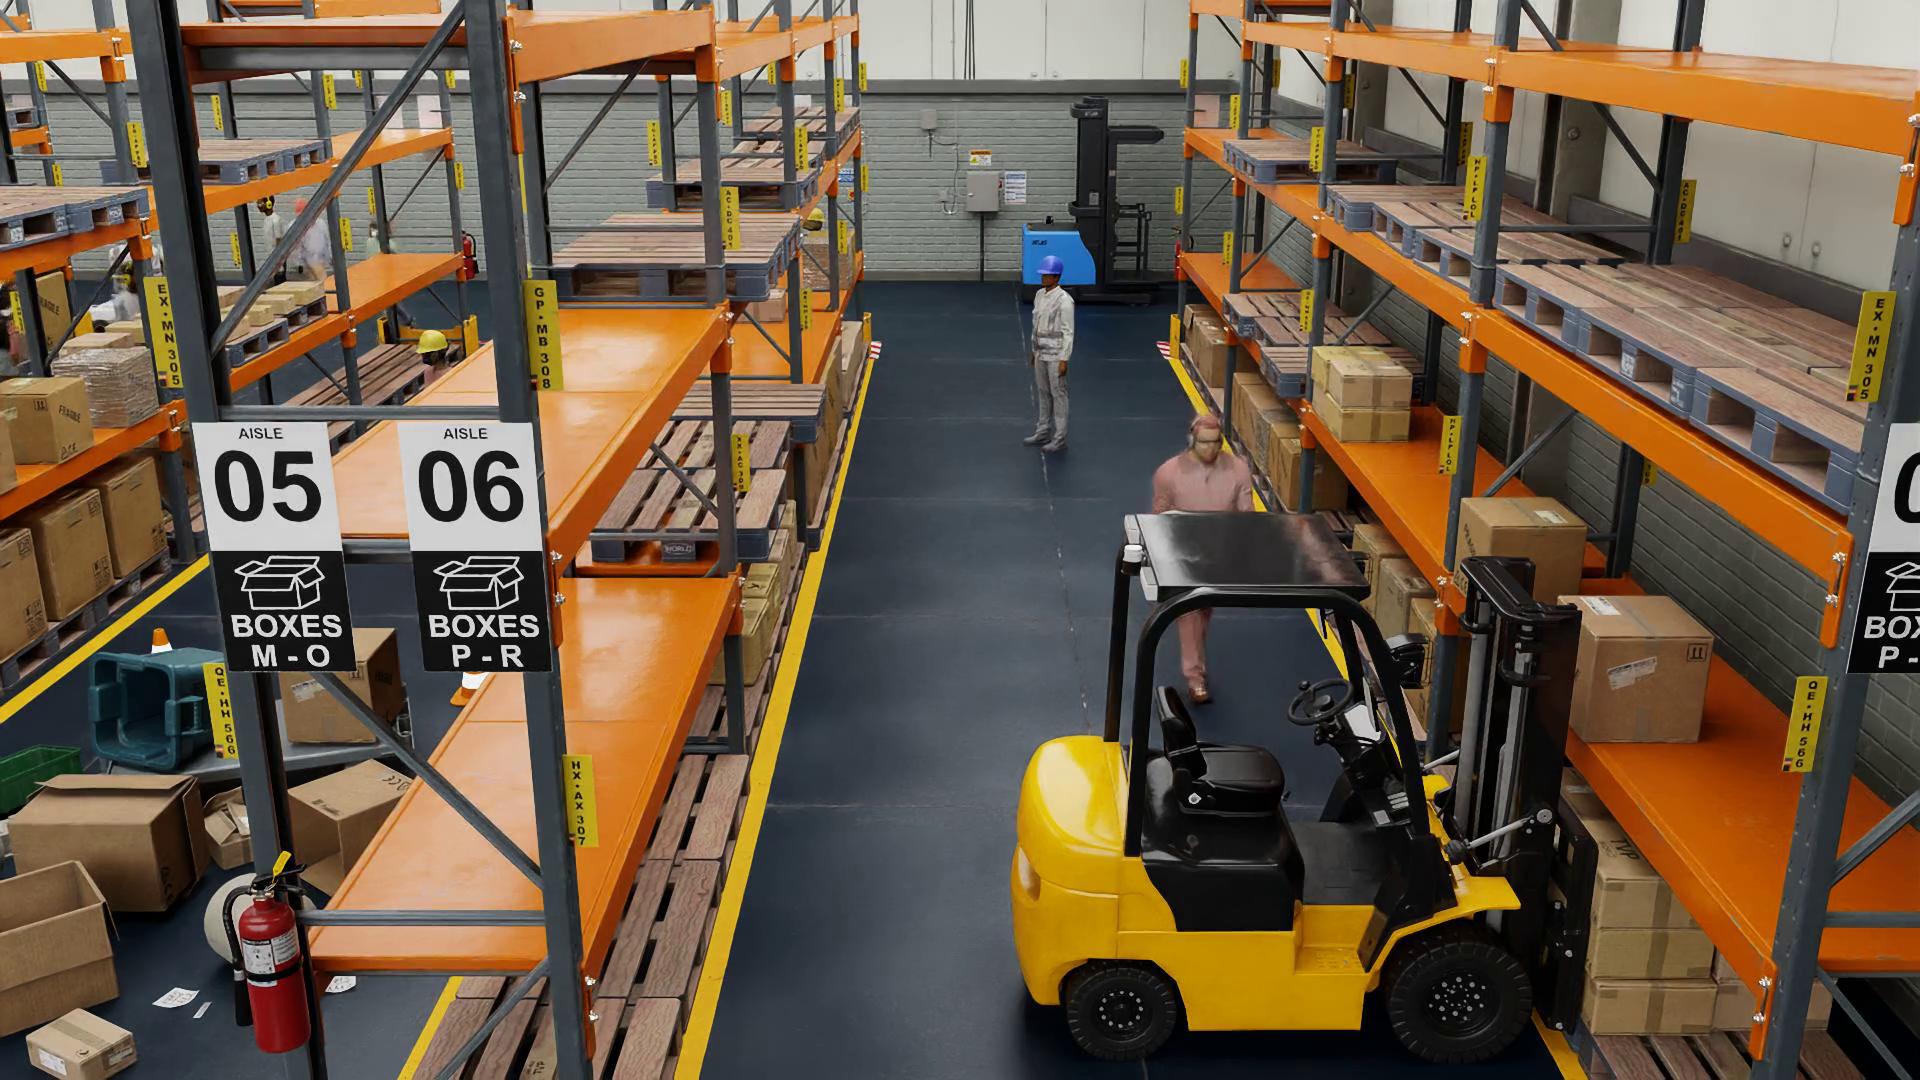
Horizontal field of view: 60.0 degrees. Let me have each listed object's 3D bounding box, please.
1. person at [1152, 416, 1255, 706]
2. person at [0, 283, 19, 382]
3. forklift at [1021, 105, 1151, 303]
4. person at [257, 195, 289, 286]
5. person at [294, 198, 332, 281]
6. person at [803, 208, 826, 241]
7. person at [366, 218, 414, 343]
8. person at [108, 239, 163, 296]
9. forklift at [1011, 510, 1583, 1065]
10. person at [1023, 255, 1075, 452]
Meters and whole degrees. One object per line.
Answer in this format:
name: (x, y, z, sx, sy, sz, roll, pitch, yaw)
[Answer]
person: (1.583, 0.121, 10.735, 0.640, 1.853, 1.003, -3, 19, -9)
person: (-9.849, -1.969, 16.847, 0.626, 1.979, 1.064, -2, 18, -6)
forklift: (1.857, -4.944, 24.441, 1.873, 2.768, 1.129, 0, 18, 0)
person: (-9.272, -3.792, 22.570, 0.336, 1.858, 0.503, -13, 22, -34)
person: (-8.997, -3.929, 23.231, 0.847, 1.697, 0.550, 5, 19, 16)
person: (-1.897, -3.476, 21.807, 0.324, 1.730, 0.491, -1, 18, -4)
person: (-7.536, -3.449, 21.918, 0.504, 1.605, 0.757, 12, 22, 31)
person: (-9.671, -2.857, 19.627, 0.548, 1.928, 0.390, -7, 19, -19)
forklift: (1.387, 1.055, 7.378, 2.313, 2.155, 1.214, 0, 18, 0)
person: (0.898, -1.857, 16.568, 0.388, 1.947, 0.614, -11, 21, -30)
